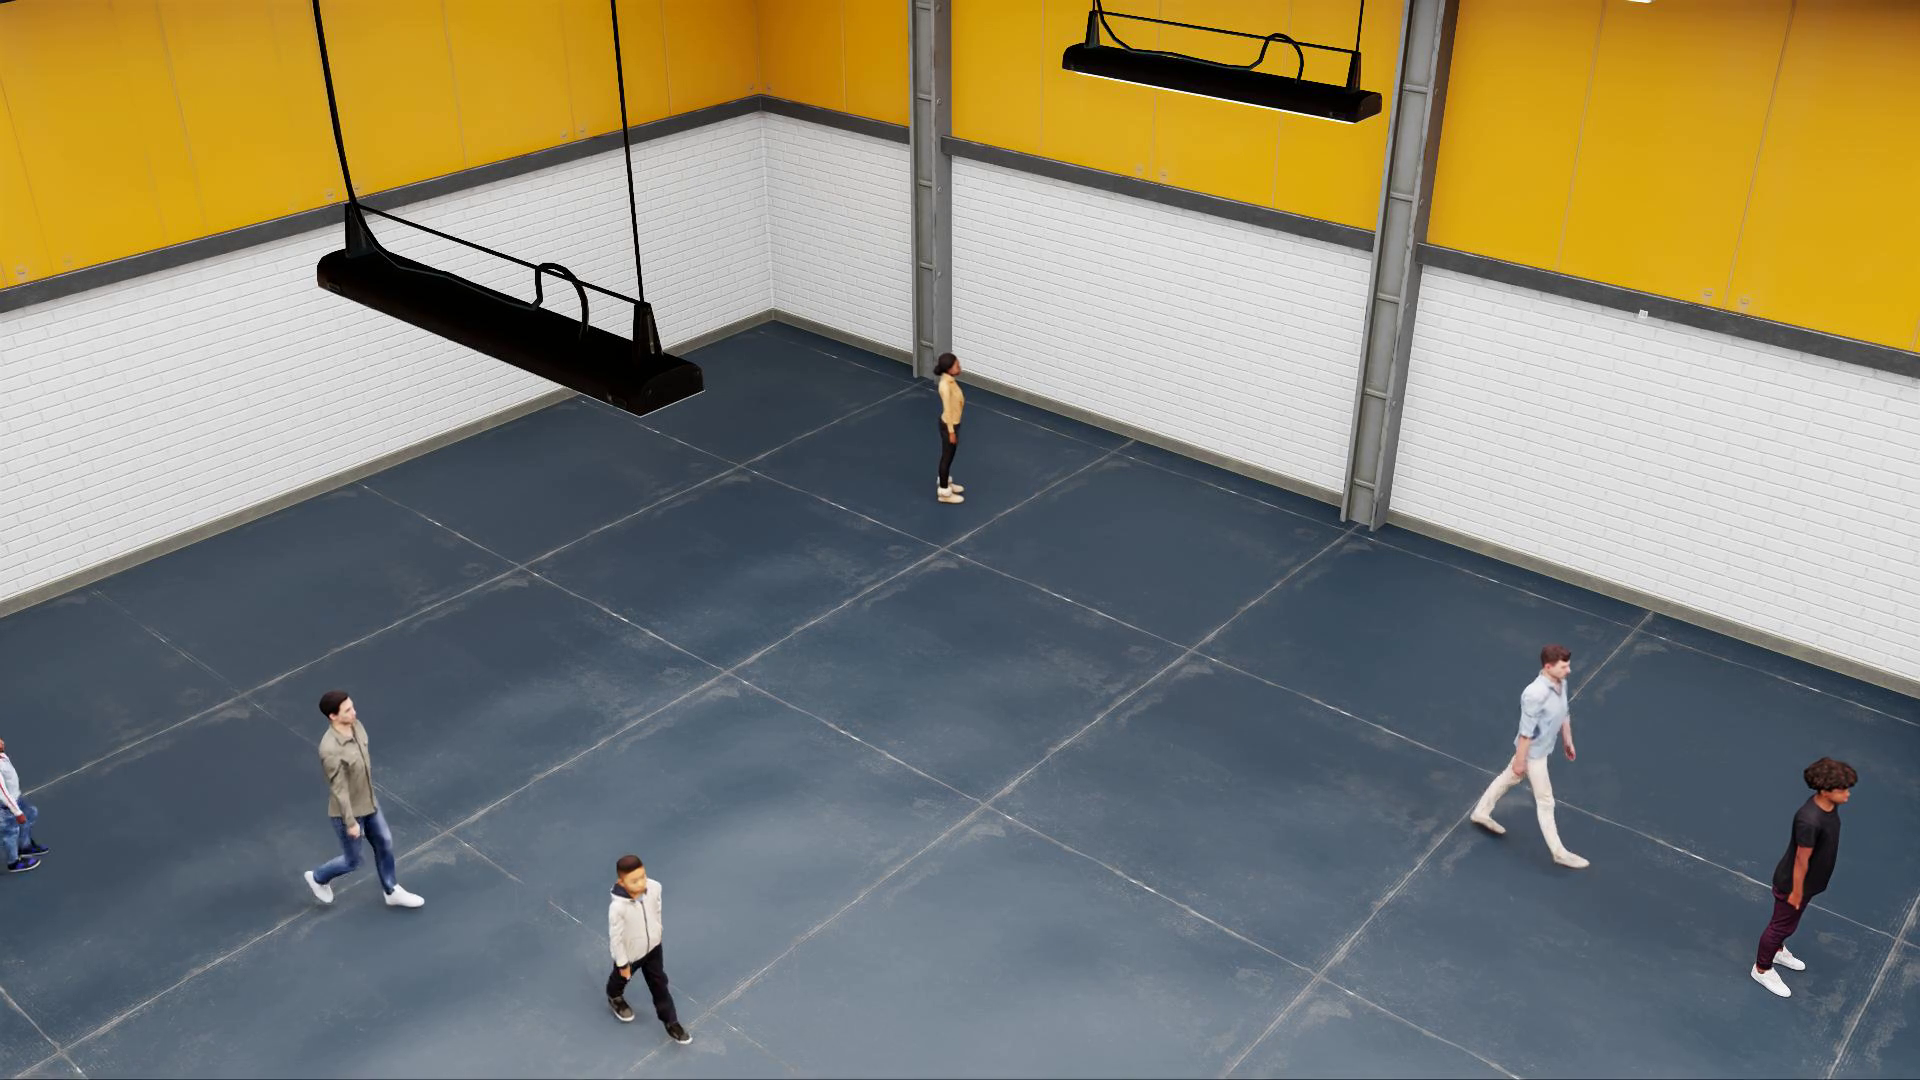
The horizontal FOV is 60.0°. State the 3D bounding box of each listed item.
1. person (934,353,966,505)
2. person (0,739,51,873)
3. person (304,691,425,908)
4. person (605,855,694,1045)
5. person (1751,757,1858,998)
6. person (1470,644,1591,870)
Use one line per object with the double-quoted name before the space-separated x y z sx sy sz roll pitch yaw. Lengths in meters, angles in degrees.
"person" -0.121 -1.205 17.623 0.727 1.659 0.686 1 29 2
"person" -7.138 1.930 12.303 0.644 1.249 0.565 -14 32 -24
"person" -4.375 1.880 11.774 1.199 1.844 1.038 4 29 7
"person" -2.163 2.618 10.863 0.953 1.420 0.609 24 37 37
"person" 5.680 2.224 11.207 0.552 1.784 0.612 22 36 35
"person" 4.222 1.536 12.450 1.177 1.800 0.657 21 35 34
